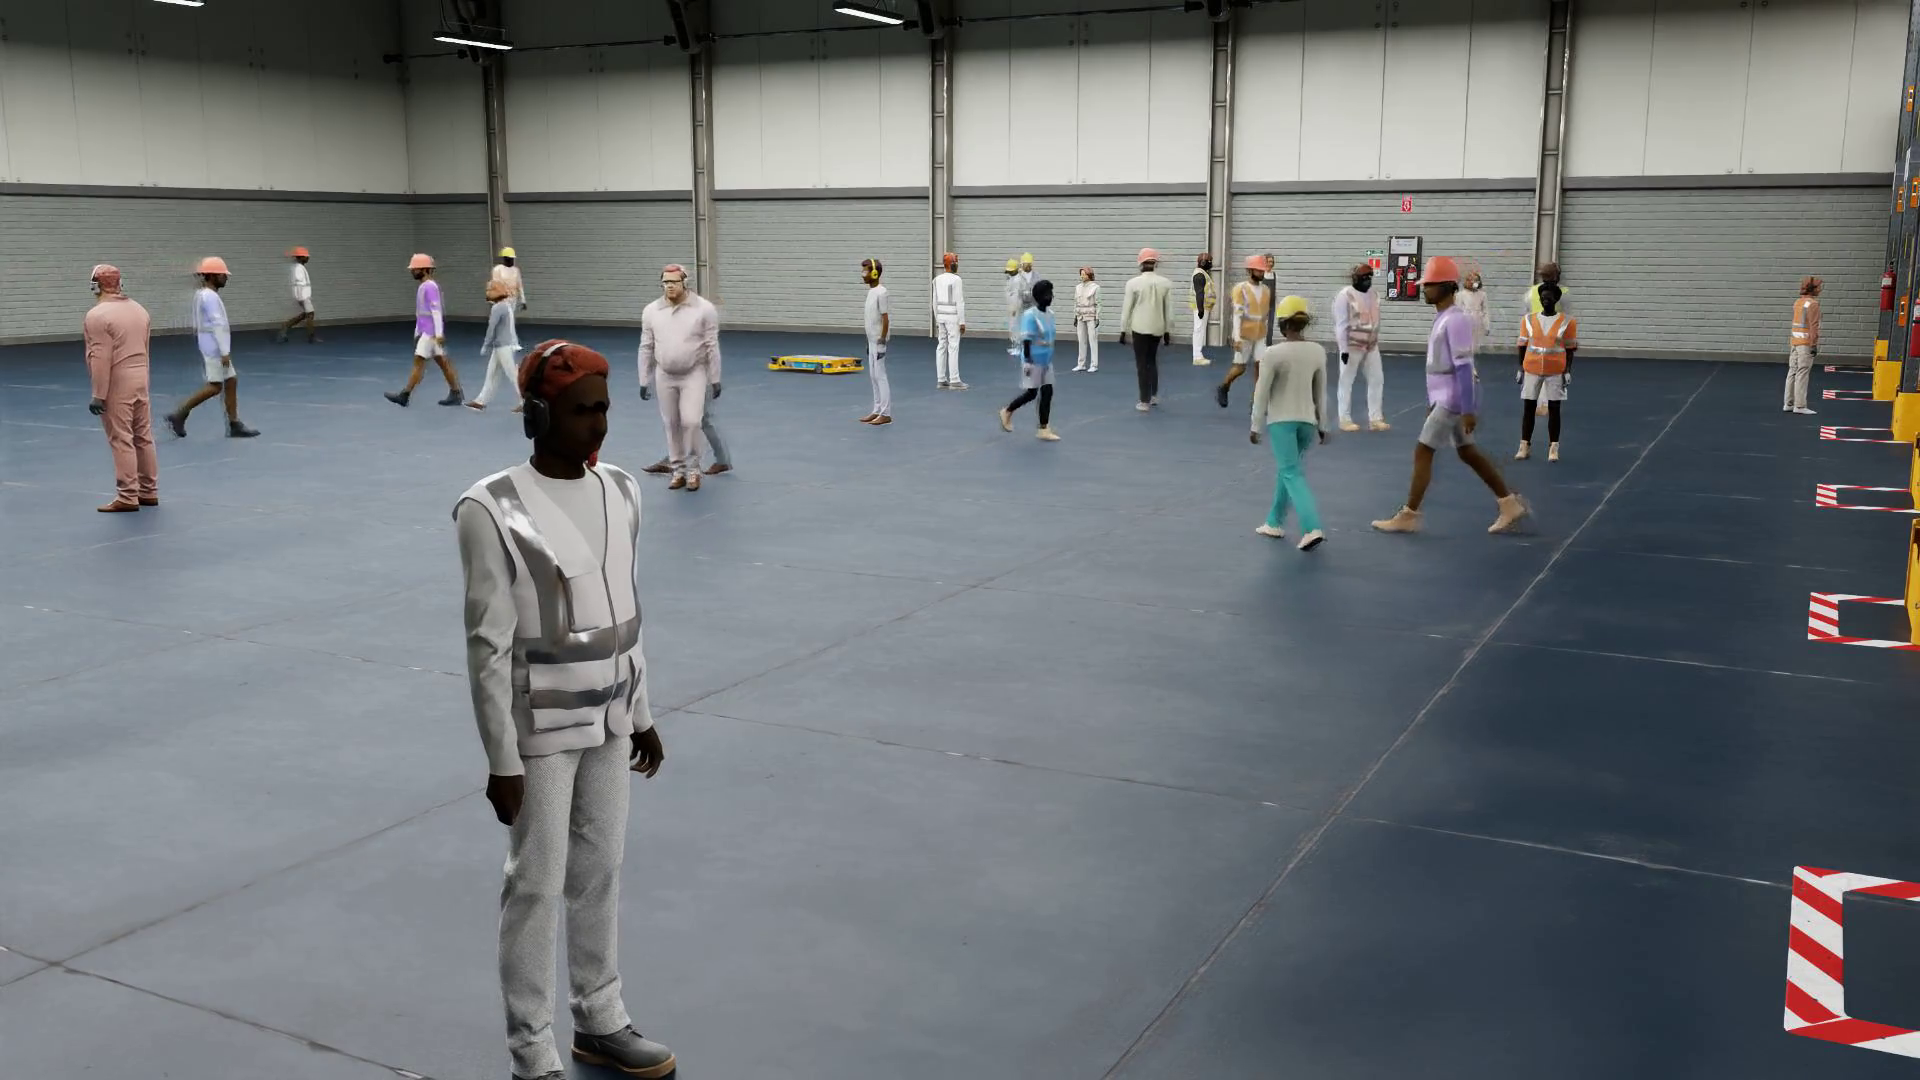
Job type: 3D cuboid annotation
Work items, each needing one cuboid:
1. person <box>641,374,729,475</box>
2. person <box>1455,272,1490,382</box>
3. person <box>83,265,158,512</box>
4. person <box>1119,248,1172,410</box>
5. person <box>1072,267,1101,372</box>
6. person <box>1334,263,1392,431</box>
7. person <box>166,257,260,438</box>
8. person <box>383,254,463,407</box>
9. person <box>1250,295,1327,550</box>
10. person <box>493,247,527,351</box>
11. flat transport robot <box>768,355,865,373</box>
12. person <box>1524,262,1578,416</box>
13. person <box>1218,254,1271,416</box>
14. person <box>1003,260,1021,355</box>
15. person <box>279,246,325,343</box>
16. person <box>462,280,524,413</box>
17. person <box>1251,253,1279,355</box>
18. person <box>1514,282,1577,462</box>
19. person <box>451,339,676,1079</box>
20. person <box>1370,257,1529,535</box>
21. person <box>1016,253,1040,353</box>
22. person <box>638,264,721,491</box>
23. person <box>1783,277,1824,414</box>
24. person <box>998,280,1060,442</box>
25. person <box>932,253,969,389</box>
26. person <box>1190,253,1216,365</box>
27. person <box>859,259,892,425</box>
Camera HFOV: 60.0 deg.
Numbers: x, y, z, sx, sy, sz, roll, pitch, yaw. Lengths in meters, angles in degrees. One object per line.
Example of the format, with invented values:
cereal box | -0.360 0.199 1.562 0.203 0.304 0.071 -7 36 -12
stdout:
person | -2.426 -1.357 14.750 0.771 1.588 0.510 -4 11 -20
person | 7.541 -3.156 24.573 0.513 1.590 0.846 -2 11 -13
person | -6.524 -1.167 12.872 0.399 1.905 0.643 1 10 8
person | 2.251 -2.582 20.409 0.617 1.975 0.597 -4 11 -23
person | 1.985 -3.441 25.993 0.310 1.638 0.522 -10 14 -44
person | 4.382 -2.062 17.978 0.666 1.817 0.745 -6 12 -29
person | -7.864 -1.997 17.390 0.811 1.917 0.564 -4 11 -21
person | -6.698 -2.593 20.669 0.991 1.887 0.569 -5 11 -24
person | 2.290 -0.810 11.417 0.532 1.729 0.883 -5 11 -25
person | -8.201 -4.408 30.537 0.807 1.896 0.621 6 12 30
flat transport robot | -2.249 -2.761 26.019 1.431 0.197 0.652 7 13 35
person | 6.994 -2.383 19.753 0.806 1.815 0.628 -6 12 -30
person | 3.427 -2.449 19.828 0.558 1.918 0.765 -5 12 -25
person | 0.936 -4.151 29.697 0.427 1.698 0.644 -3 11 -16
person | -13.007 -4.814 32.735 0.776 1.913 0.552 -4 11 -21
person | -5.568 -2.307 19.950 0.855 1.587 0.502 -1 10 -8
person | 5.238 -4.046 28.778 0.532 1.827 0.614 -3 11 -18
person | 5.526 -1.586 15.722 0.535 1.697 0.318 5 12 27
person | -0.942 0.462 4.039 0.355 1.885 0.575 5 12 27
person | 3.552 -1.006 11.801 1.079 1.994 0.629 2 11 10
person | 1.209 -4.266 30.020 0.603 1.814 0.581 -3 11 -16
person | -2.362 -1.338 13.846 0.684 1.884 0.632 1 10 7
person | 10.111 -2.325 19.914 0.312 1.636 0.520 0 10 2
person | 0.739 -1.864 17.275 0.624 1.676 0.543 8 13 36
person | -0.138 -3.040 23.138 0.354 1.883 0.573 -9 14 -41
person | 4.021 -3.823 27.527 0.429 1.840 0.633 2 11 12
person | -0.952 -2.229 18.767 0.309 1.864 0.535 -4 11 -19
